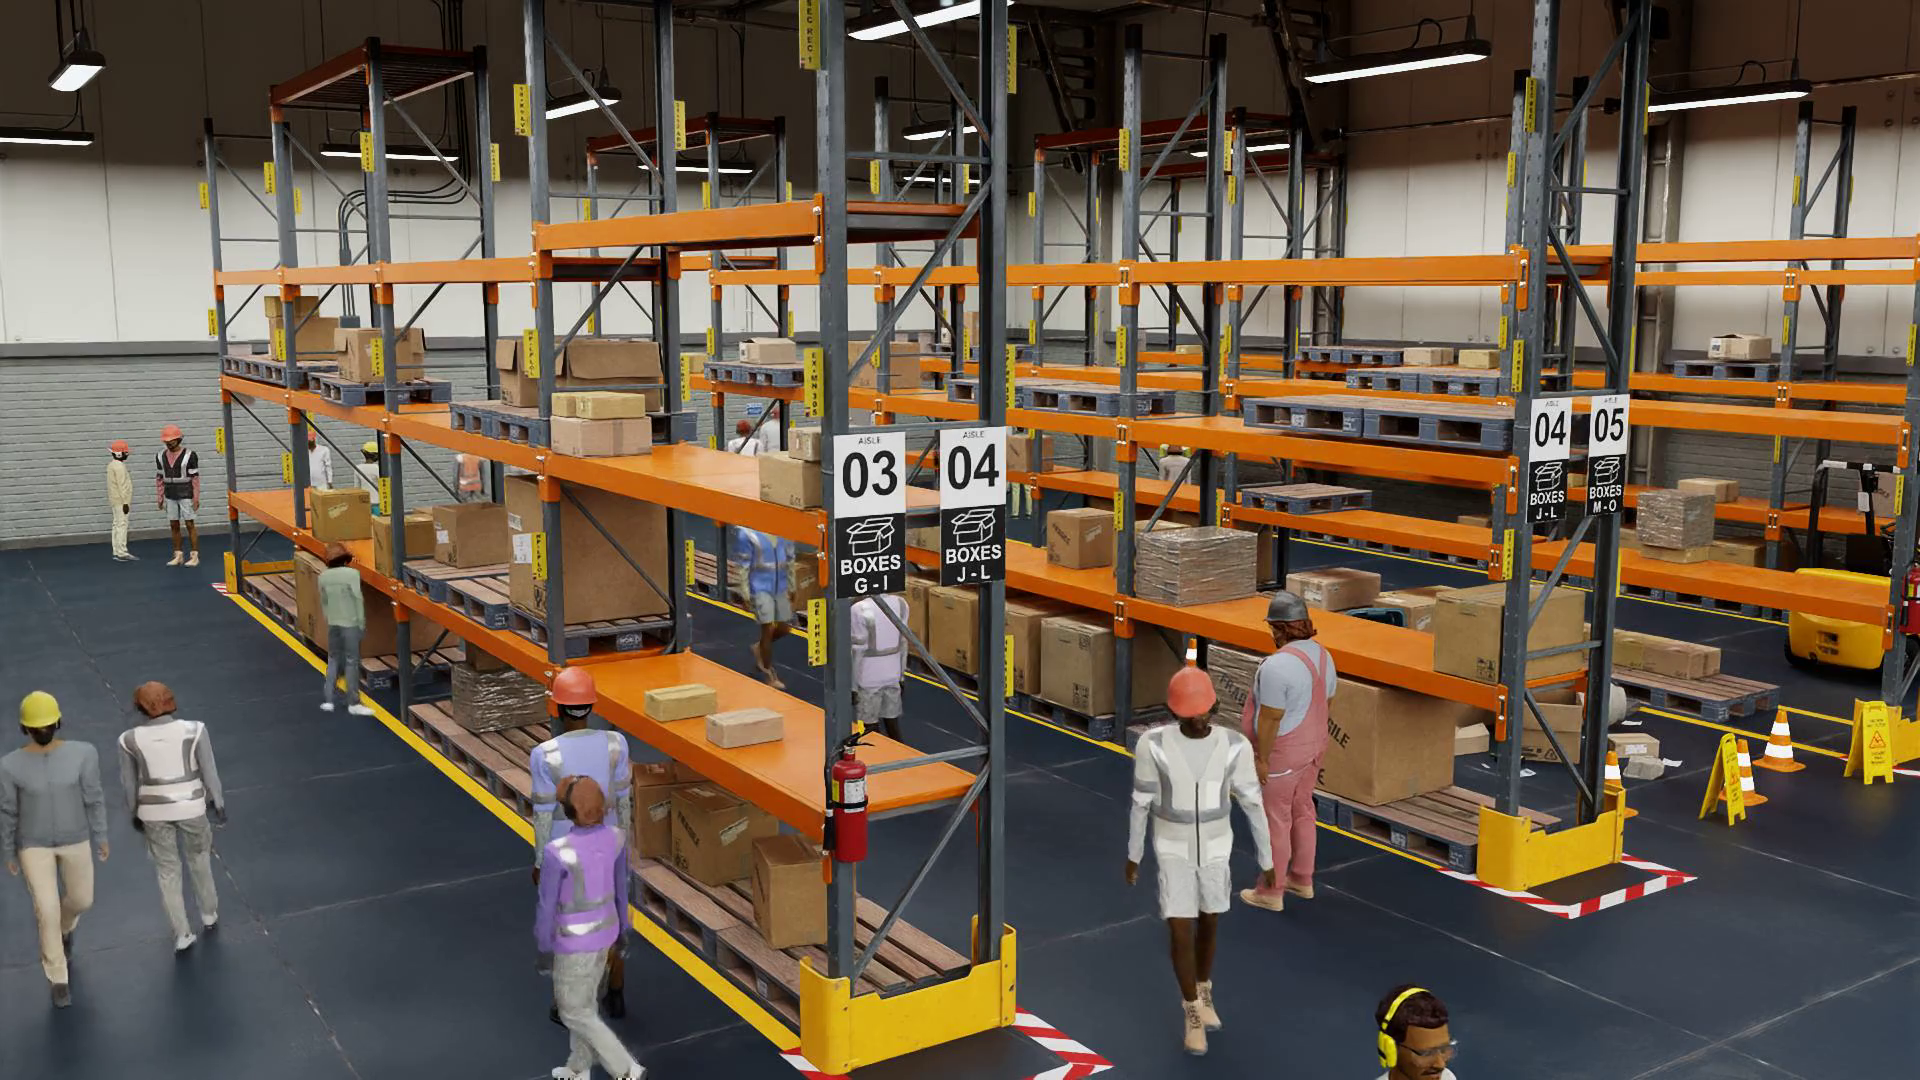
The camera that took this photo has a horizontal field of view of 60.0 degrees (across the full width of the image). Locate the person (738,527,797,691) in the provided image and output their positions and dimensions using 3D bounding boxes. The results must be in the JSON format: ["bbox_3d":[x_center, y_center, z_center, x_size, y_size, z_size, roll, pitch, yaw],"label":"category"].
[{"bbox_3d":[-1.913,0.457,16.376,0.622,2.022,0.635,-7,11,-38],"label":"person"}]

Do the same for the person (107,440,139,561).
[{"bbox_3d":[-12.160,-0.576,24.146,0.342,1.749,0.569,-7,11,-38],"label":"person"}]

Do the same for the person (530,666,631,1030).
[{"bbox_3d":[-2.019,1.629,8.849,0.543,1.939,0.361,-5,10,-32],"label":"person"}]

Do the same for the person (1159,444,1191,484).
[{"bbox_3d":[3.569,-1.072,27.626,0.539,1.698,0.318,1,9,8],"label":"person"}]

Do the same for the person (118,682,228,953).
[{"bbox_3d":[-4.700,1.620,10.002,0.574,1.599,0.709,-3,9,-19],"label":"person"}]

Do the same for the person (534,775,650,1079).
[{"bbox_3d":[-1.764,1.922,7.967,0.648,1.612,0.520,5,10,29],"label":"person"}]

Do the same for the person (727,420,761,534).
[{"bbox_3d":[-3.449,-0.983,26.503,0.574,1.858,0.732,-3,9,-21],"label":"person"}]

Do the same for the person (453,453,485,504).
[{"bbox_3d":[-7.699,-0.805,26.073,0.544,1.622,0.395,-6,11,-35],"label":"person"}]

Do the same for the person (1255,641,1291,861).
[{"bbox_3d":[2.219,1.366,11.445,0.319,1.688,0.538,-3,9,-18],"label":"person"}]

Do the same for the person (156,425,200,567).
[{"bbox_3d":[-11.056,-0.617,23.508,0.613,2.033,0.412,1,9,5],"label":"person"}]

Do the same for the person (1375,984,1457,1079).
[{"bbox_3d":[1.334,2.236,5.044,0.532,1.869,0.310,-6,11,-36],"label":"person"}]

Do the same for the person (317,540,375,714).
[{"bbox_3d":[-5.675,0.811,15.403,0.598,1.612,0.306,4,10,27],"label":"person"}]

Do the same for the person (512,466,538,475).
[{"bbox_3d":[-5.906,-0.489,22.993,0.585,1.929,0.377,-6,10,-34],"label":"person"}]

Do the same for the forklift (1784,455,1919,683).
[{"bbox_3d":[9.643,0.253,17.172,2.313,2.155,1.214,-6,10,-33],"label":"forklift"}]

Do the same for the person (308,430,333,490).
[{"bbox_3d":[-10.342,-0.937,26.604,0.574,1.737,0.354,-3,9,-18],"label":"person"}]

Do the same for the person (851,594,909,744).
[{"bbox_3d":[-0.648,1.047,12.735,0.551,1.934,0.373,-8,12,-43],"label":"person"}]

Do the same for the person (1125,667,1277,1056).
[{"bbox_3d":[1.255,1.633,8.581,0.770,2.002,0.777,0,9,-1],"label":"person"}]

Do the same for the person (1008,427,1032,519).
[{"bbox_3d":[1.034,-1.235,28.539,0.559,1.751,0.326,-3,9,-20],"label":"person"}]

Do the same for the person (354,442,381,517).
[{"bbox_3d":[-8.387,-0.520,23.752,0.523,1.763,0.329,3,9,19],"label":"person"}]

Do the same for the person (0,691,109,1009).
[{"bbox_3d":[-5.073,1.663,9.289,0.523,1.740,0.706,-7,11,-39],"label":"person"}]

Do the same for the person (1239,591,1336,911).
[{"bbox_3d":[2.063,1.313,10.617,0.535,2.000,0.686,8,12,43],"label":"person"}]

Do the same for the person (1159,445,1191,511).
[{"bbox_3d":[3.301,-0.733,25.591,0.507,1.631,0.276,0,9,-2],"label":"person"}]
